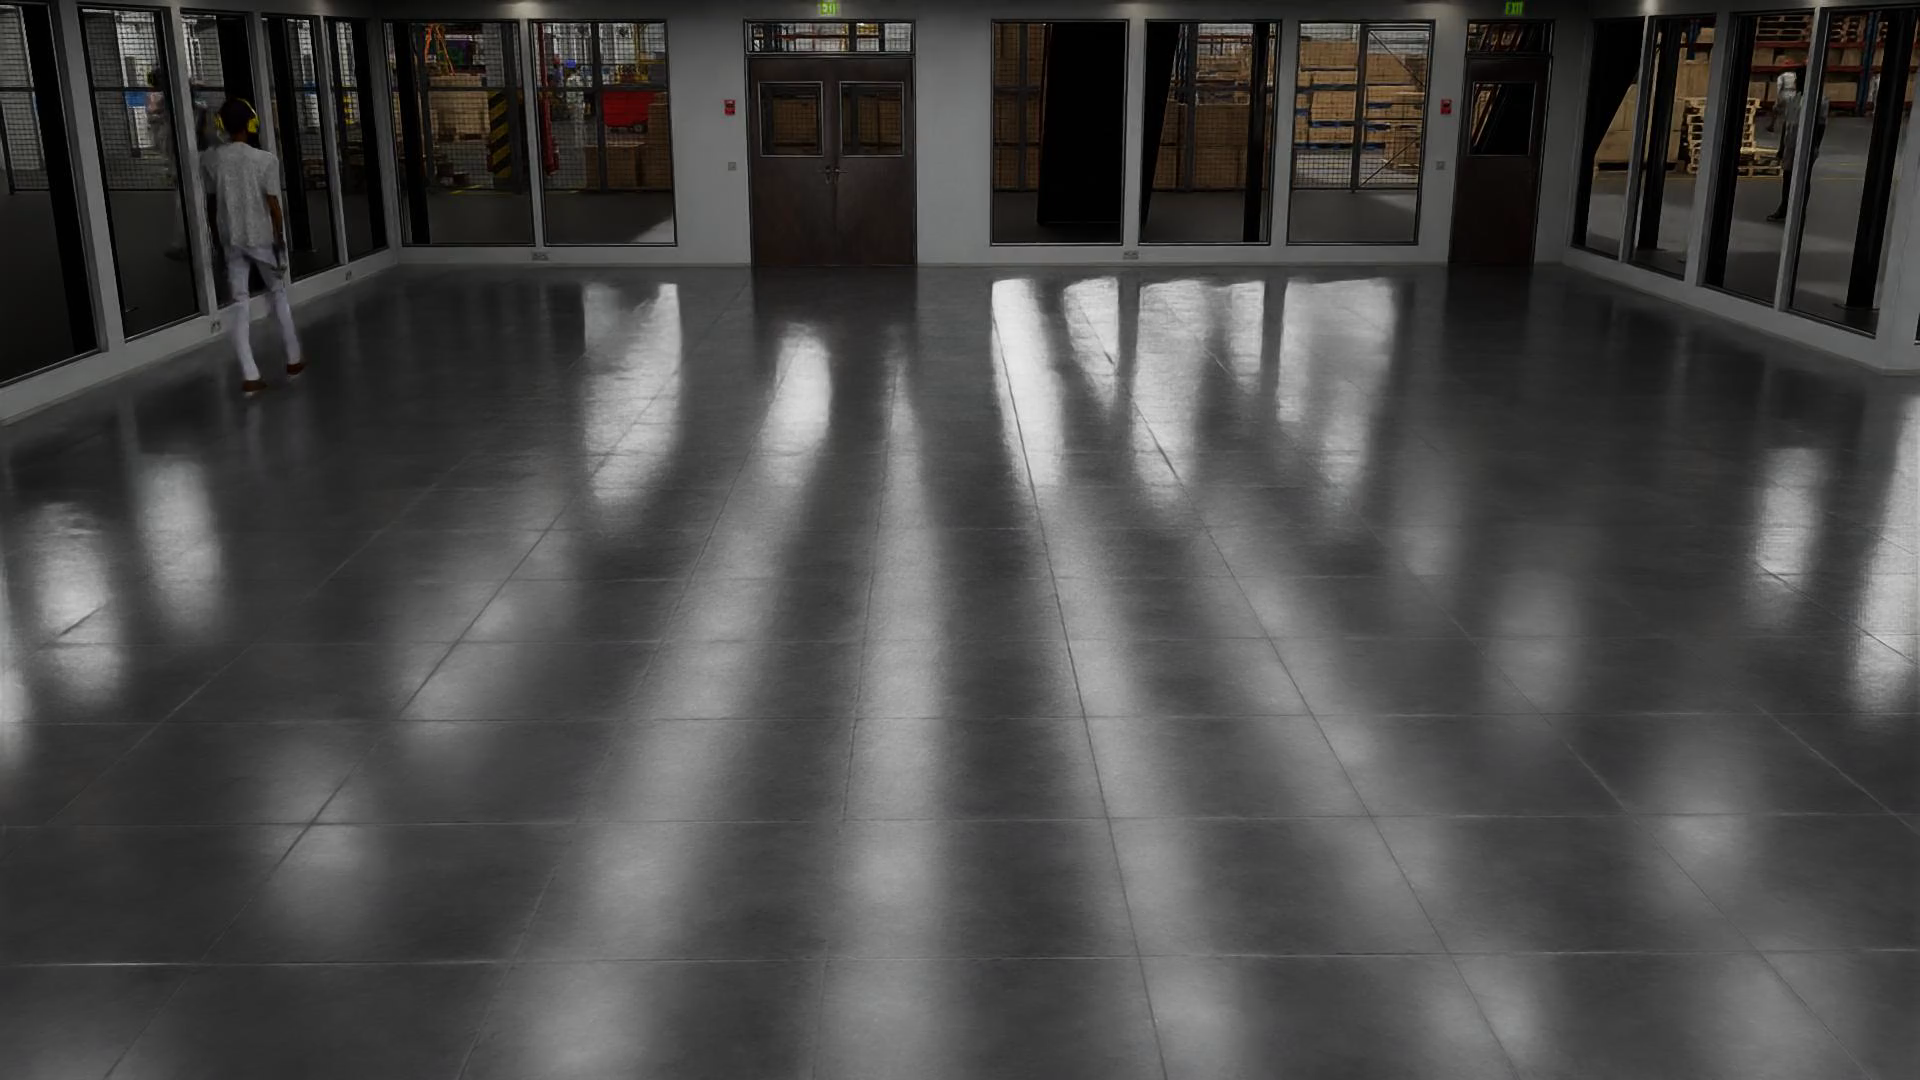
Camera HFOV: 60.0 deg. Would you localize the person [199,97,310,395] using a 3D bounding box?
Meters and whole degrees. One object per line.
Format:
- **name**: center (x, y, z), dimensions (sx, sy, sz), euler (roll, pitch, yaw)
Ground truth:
- **person**: center (-4.549, -1.894, 10.697), dimensions (0.515, 1.834, 0.907), euler (-2, 17, -7)
